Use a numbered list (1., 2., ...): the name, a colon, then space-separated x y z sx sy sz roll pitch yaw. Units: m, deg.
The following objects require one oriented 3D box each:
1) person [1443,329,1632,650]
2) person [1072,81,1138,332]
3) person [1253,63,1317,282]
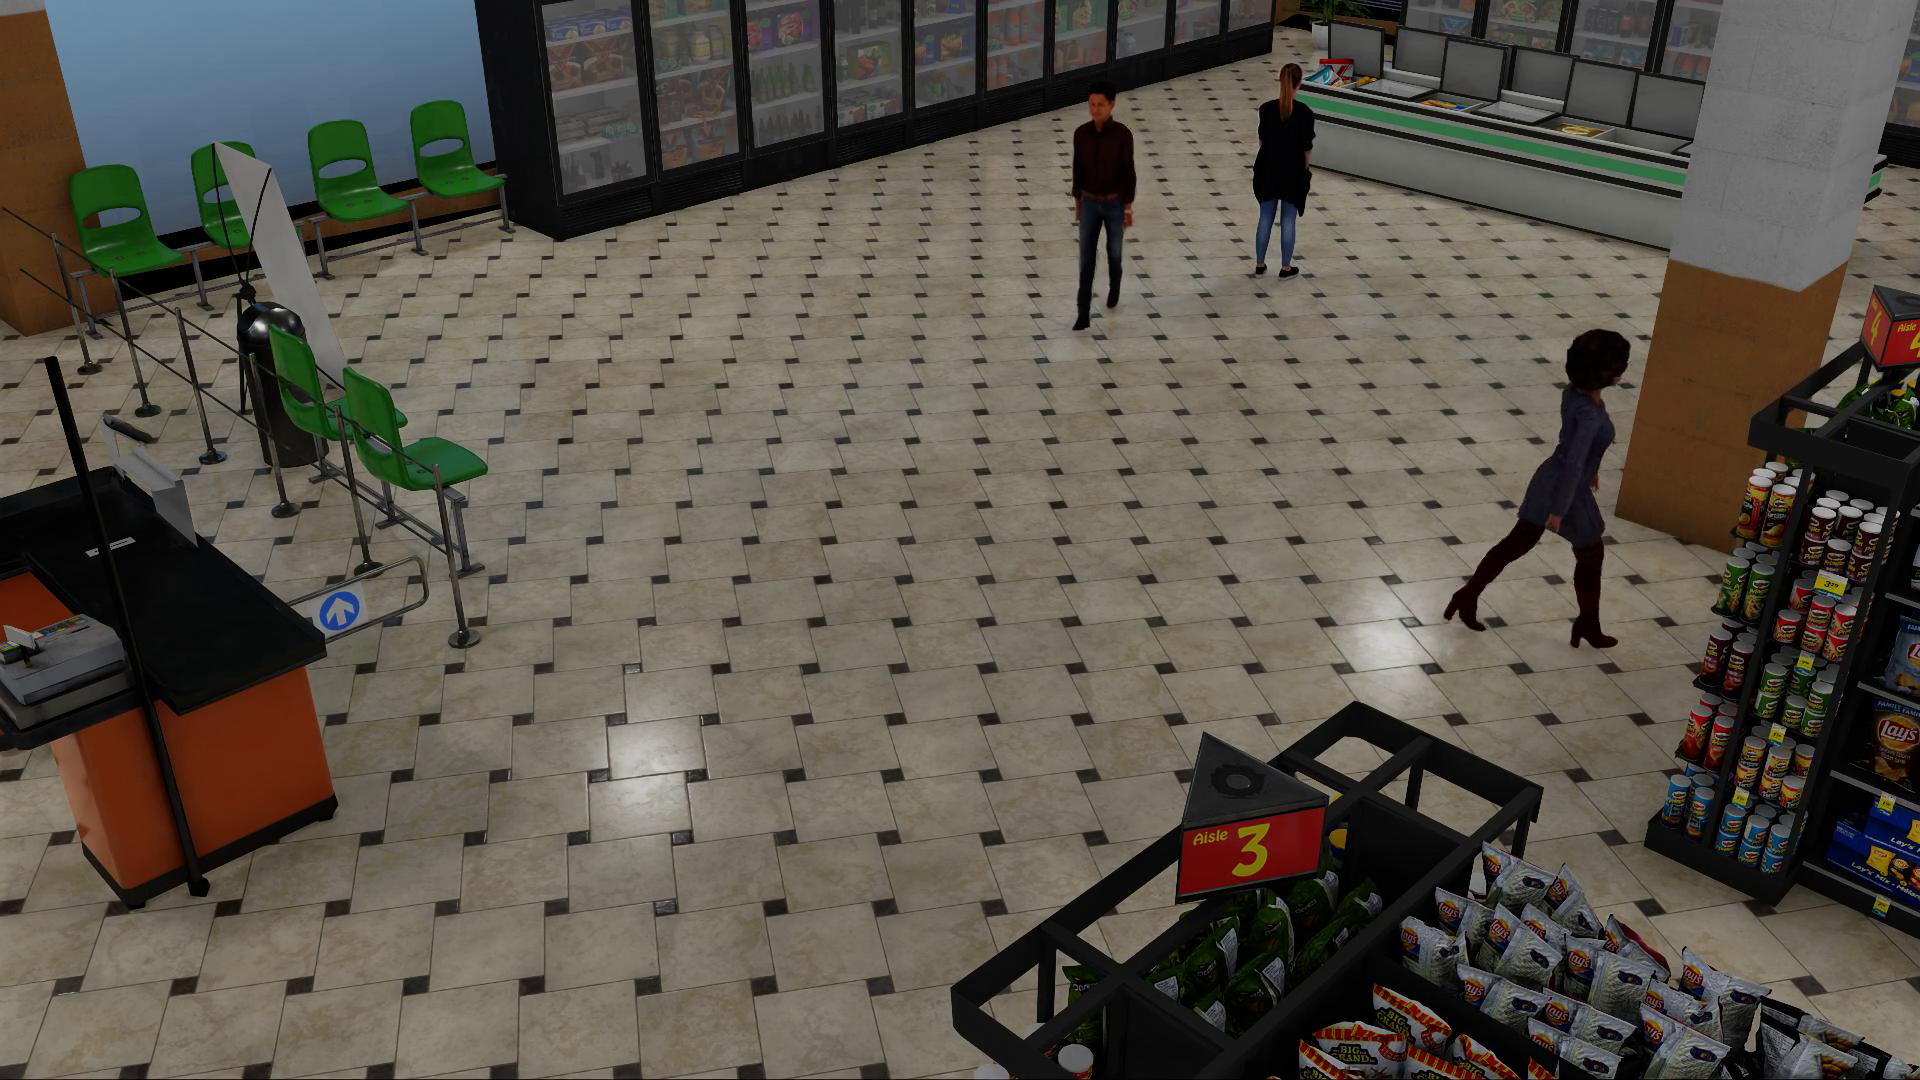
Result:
1. person: 2.827 -0.211 8.083 1.112 1.673 1.029 1 29 2
2. person: 1.076 -2.441 12.097 1.171 1.740 1.059 9 30 17
3. person: 2.496 -2.846 12.897 0.604 1.684 0.754 14 31 23
